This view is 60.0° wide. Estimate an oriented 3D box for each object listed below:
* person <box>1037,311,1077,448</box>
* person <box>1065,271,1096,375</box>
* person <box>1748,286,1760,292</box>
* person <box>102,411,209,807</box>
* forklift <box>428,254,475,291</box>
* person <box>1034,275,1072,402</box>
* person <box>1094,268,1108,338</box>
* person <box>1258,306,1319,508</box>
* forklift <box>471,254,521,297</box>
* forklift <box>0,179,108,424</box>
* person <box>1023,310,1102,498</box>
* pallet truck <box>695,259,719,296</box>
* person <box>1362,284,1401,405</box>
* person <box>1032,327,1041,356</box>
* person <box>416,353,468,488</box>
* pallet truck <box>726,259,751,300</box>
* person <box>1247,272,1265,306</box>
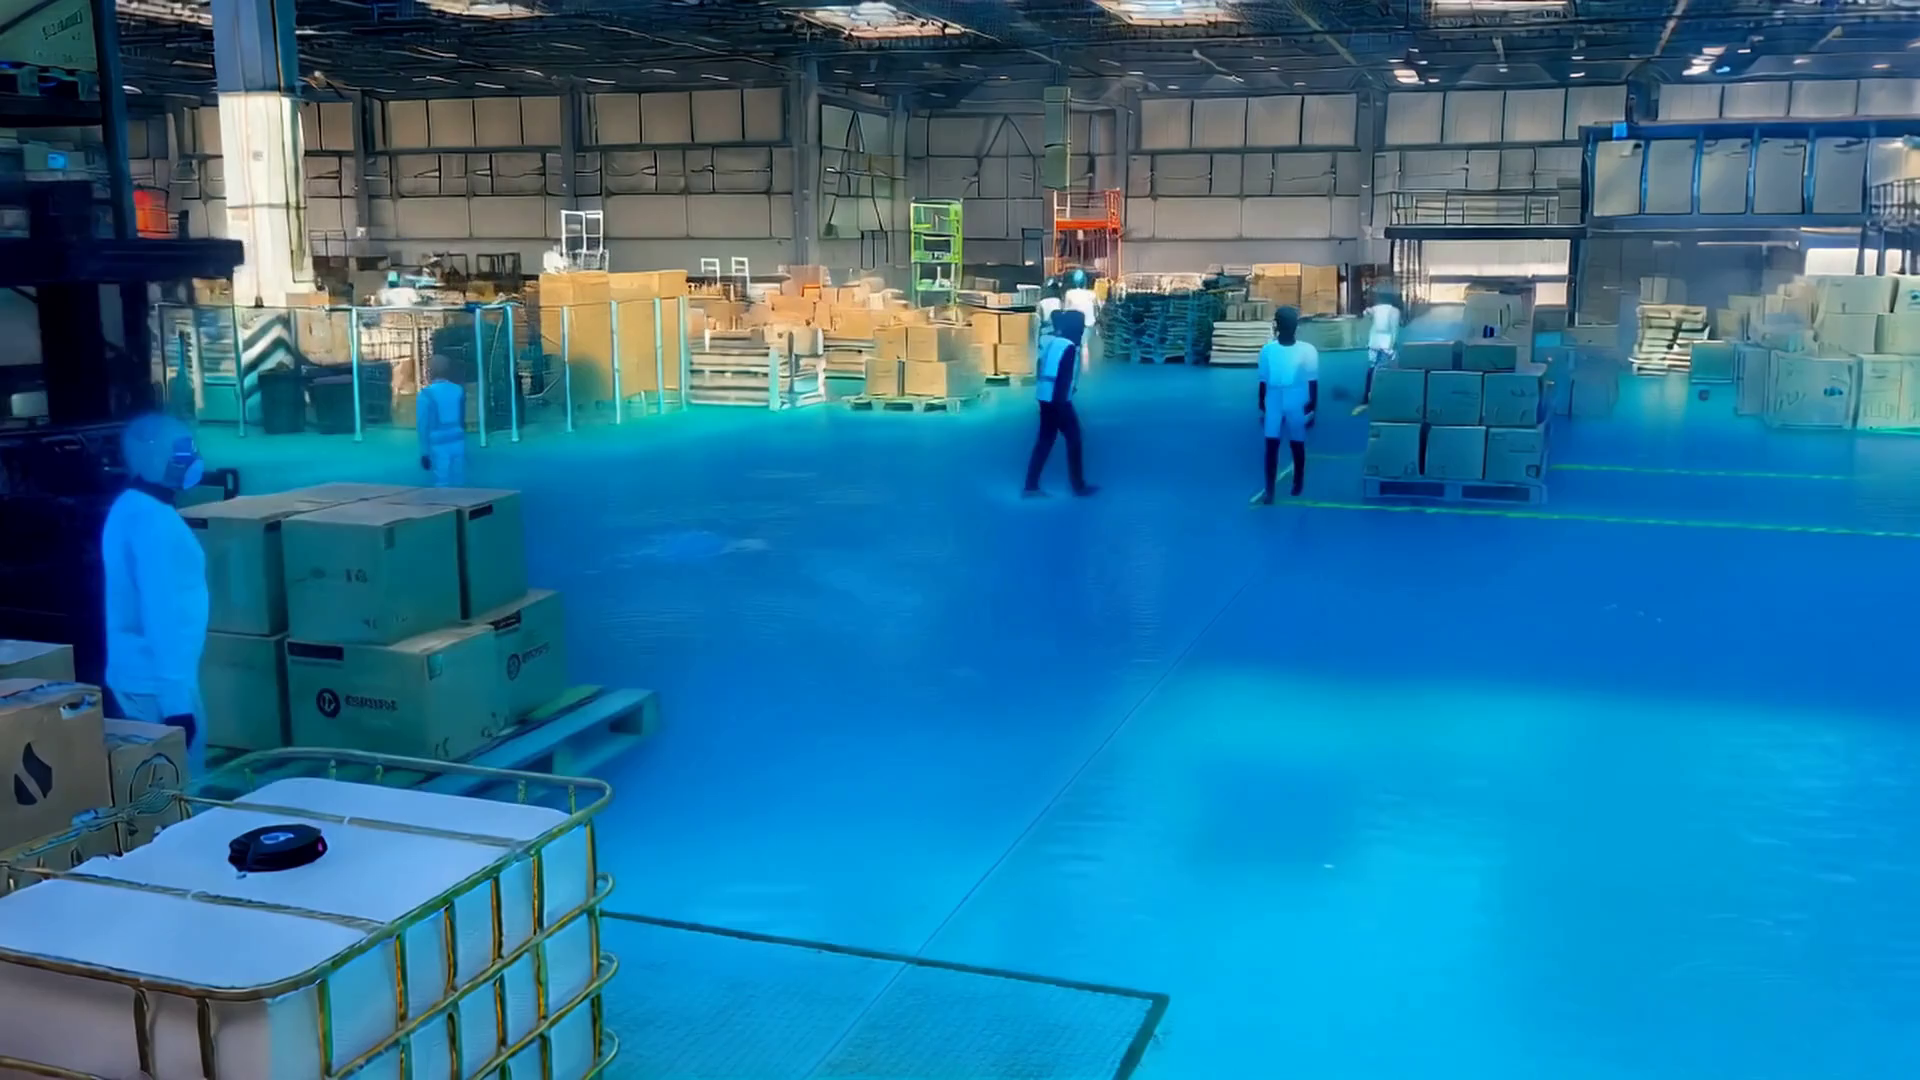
[{"bbox_3d":[1.191,-1.983,20.575,0.532,1.696,0.319,4,11,21],"label":"person"},{"bbox_3d":[2.307,-4.161,32.001,0.611,1.995,0.375,-1,10,-4],"label":"person"},{"bbox_3d":[27.414,-8.510,57.514,0.497,1.625,0.288,7,12,33],"label":"person"},{"bbox_3d":[-2.763,0.519,5.801,0.379,1.940,0.629,-5,11,-28],"label":"person"},{"bbox_3d":[-20.133,-10.254,65.465,1.157,1.987,2.680,3,11,19],"label":"forklift"},{"bbox_3d":[1.485,-3.122,26.078,0.654,2.030,0.412,5,11,26],"label":"person"},{"bbox_3d":[3.827,-6.380,44.808,0.493,1.886,0.678,8,13,37],"label":"person"},{"bbox_3d":[3.193,-1.306,16.146,0.622,1.925,0.983,5,11,25],"label":"person"},{"bbox_3d":[-17.990,-10.121,64.684,1.157,1.987,2.680,3,11,17],"label":"forklift"},{"bbox_3d":[-4.662,-0.379,8.208,1.873,2.768,1.129,3,11,19],"label":"forklift"},{"bbox_3d":[1.024,-1.333,16.479,0.927,1.847,0.604,-3,11,-17],"label":"person"},{"bbox_3d":[-9.165,-9.627,62.776,0.823,1.965,1.885,4,11,23],"label":"pallet truck"},{"bbox_3d":[6.622,-3.066,26.132,0.540,1.904,0.966,6,12,29],"label":"person"},{"bbox_3d":[1.483,-3.151,27.376,0.533,1.604,0.714,3,11,18],"label":"person"},{"bbox_3d":[-4.193,-0.720,13.652,0.444,1.629,0.515,6,12,32],"label":"person"},{"bbox_3d":[-7.986,-9.493,62.019,0.823,1.965,1.885,3,11,17],"label":"pallet truck"},{"bbox_3d":[8.293,-6.645,46.705,0.492,1.740,0.325,2,10,12],"label":"person"}]
